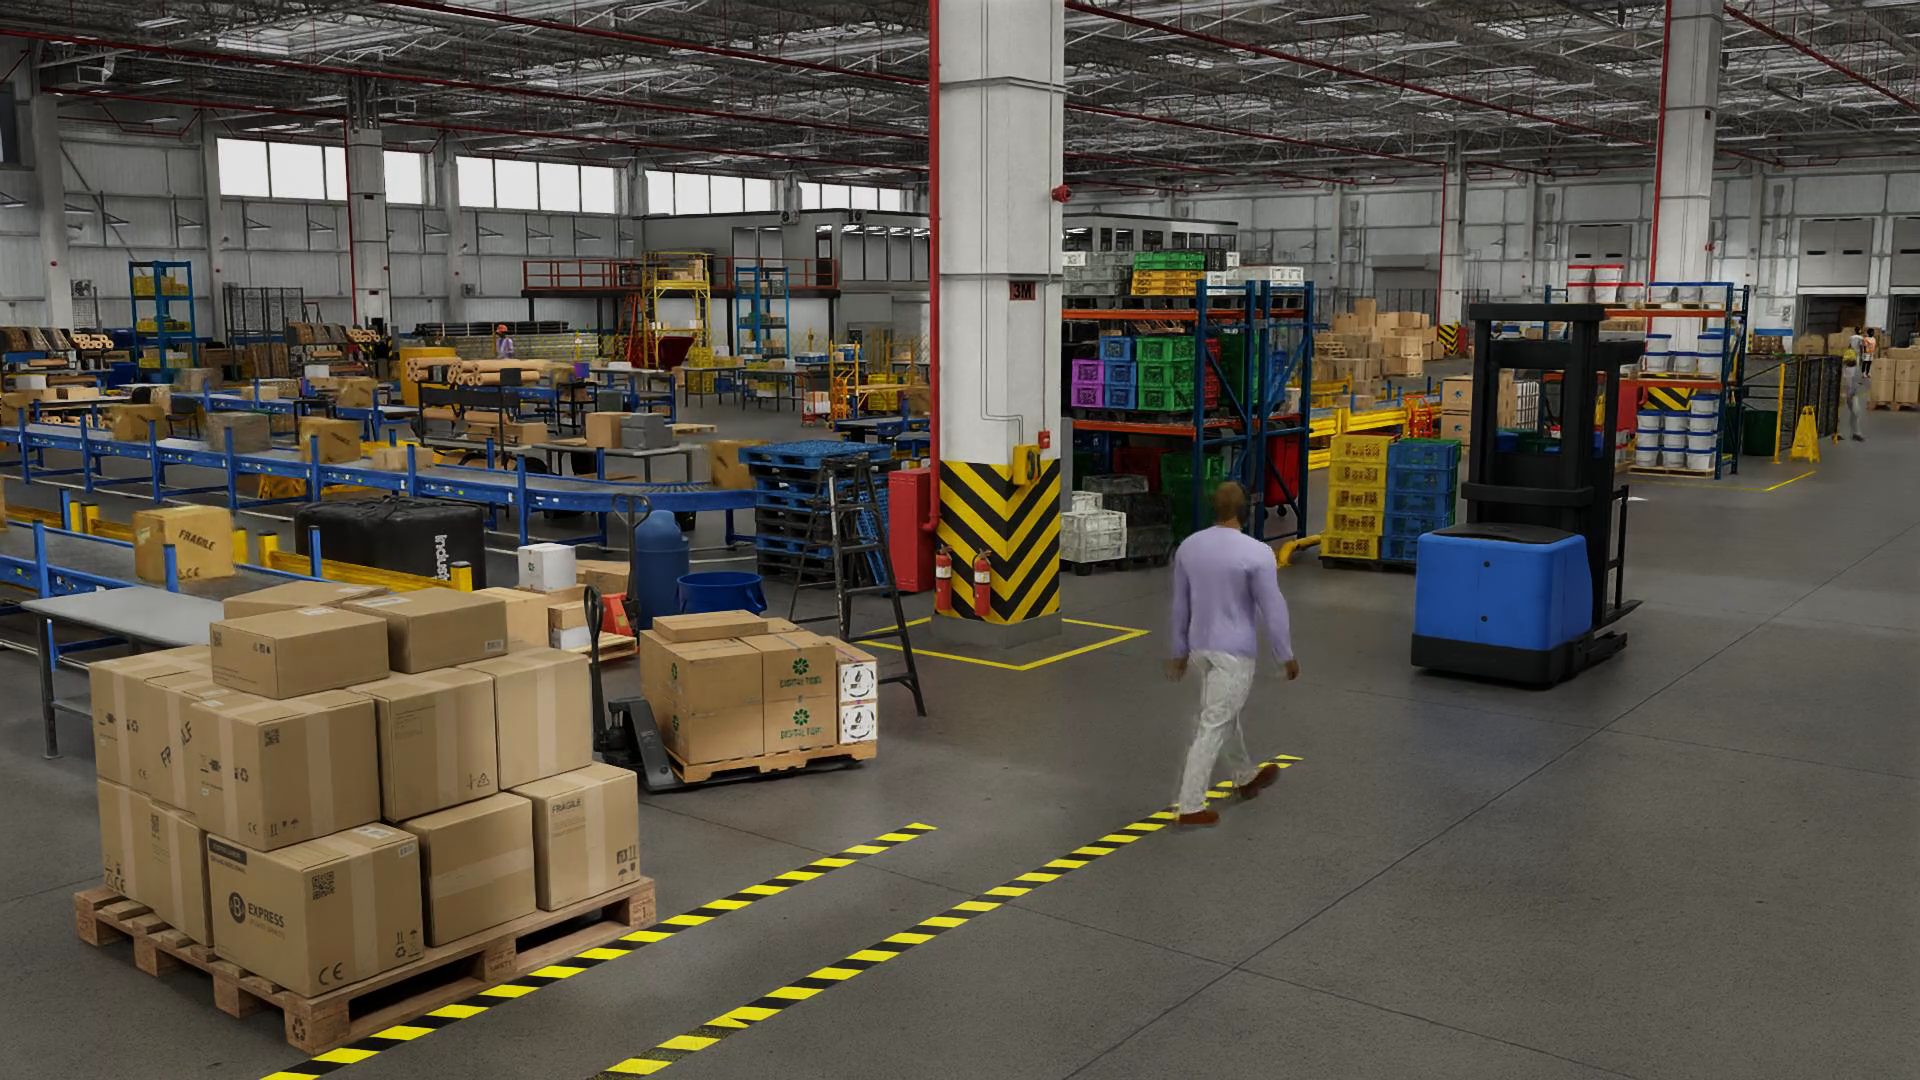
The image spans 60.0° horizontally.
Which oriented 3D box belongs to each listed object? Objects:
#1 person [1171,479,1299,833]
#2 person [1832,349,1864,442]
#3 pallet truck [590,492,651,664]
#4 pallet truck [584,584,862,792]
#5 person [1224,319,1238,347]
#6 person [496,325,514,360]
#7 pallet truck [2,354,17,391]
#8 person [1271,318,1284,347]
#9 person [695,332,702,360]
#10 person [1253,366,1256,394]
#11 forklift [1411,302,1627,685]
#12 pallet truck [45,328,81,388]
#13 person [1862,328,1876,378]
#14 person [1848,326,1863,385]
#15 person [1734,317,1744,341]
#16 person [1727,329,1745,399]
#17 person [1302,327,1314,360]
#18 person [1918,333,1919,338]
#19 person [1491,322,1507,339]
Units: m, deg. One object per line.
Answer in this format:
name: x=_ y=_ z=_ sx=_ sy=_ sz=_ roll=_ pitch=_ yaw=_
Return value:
person: x=1.523 y=0.609 z=9.129 sx=1.016 sy=1.883 sz=0.648 roll=-7 pitch=11 yaw=-38
person: x=17.377 y=-2.808 z=32.440 sx=0.595 sy=1.799 sz=0.787 roll=-1 pitch=9 yaw=-9
pallet truck: x=-3.115 y=0.344 z=12.883 sx=0.653 sy=1.274 sz=1.630 roll=7 pitch=11 yaw=37
pallet truck: x=-1.426 y=0.805 z=10.019 sx=1.601 sy=1.201 sz=0.680 roll=-4 pitch=9 yaw=-26
person: x=10.750 y=-7.824 z=65.901 sx=0.578 sy=1.910 sz=0.664 roll=1 pitch=9 yaw=8
person: x=-12.473 y=-4.855 z=45.431 sx=0.615 sy=2.042 sz=0.376 roll=6 pitch=10 yaw=34
pallet truck: x=-24.881 y=-4.417 z=42.634 sx=1.885 sy=1.965 sz=0.823 roll=8 pitch=11 yaw=41
person: x=15.080 y=-9.788 z=79.446 sx=0.650 sy=1.810 sz=0.770 roll=-8 pitch=12 yaw=-44
person: x=-10.218 y=-7.661 z=64.939 sx=0.359 sy=1.878 sz=0.579 roll=2 pitch=9 yaw=13
person: x=5.462 y=-2.591 z=31.447 sx=0.533 sy=1.663 sz=0.838 roll=8 pitch=11 yaw=43
forklift: x=4.379 y=-0.438 z=12.852 sx=1.129 sy=2.768 sz=1.873 roll=7 pitch=11 yaw=37
pallet truck: x=-23.775 y=-4.544 z=43.495 sx=1.885 sy=1.965 sz=0.823 roll=6 pitch=10 yaw=35
person: x=31.225 y=-6.418 z=57.126 sx=0.535 sy=1.700 sz=0.318 roll=-4 pitch=9 yaw=-27
person: x=28.384 y=-5.844 z=52.680 sx=0.336 sy=1.873 sz=0.521 roll=-3 pitch=9 yaw=-18
person: x=31.858 y=-8.144 z=67.947 sx=0.612 sy=1.946 sz=0.400 roll=-8 pitch=12 yaw=-43
person: x=21.301 y=-4.816 z=45.529 sx=0.547 sy=1.938 sz=0.379 roll=-4 pitch=9 yaw=-25
person: x=10.604 y=-5.614 z=50.713 sx=0.375 sy=1.995 sz=0.609 roll=1 pitch=9 yaw=7
person: x=35.703 y=-7.133 z=61.668 sx=0.614 sy=1.778 sz=0.988 roll=-3 pitch=9 yaw=-20
person: x=16.026 y=-5.459 z=49.518 sx=0.538 sy=2.000 sz=0.684 roll=-7 pitch=11 yaw=-41
